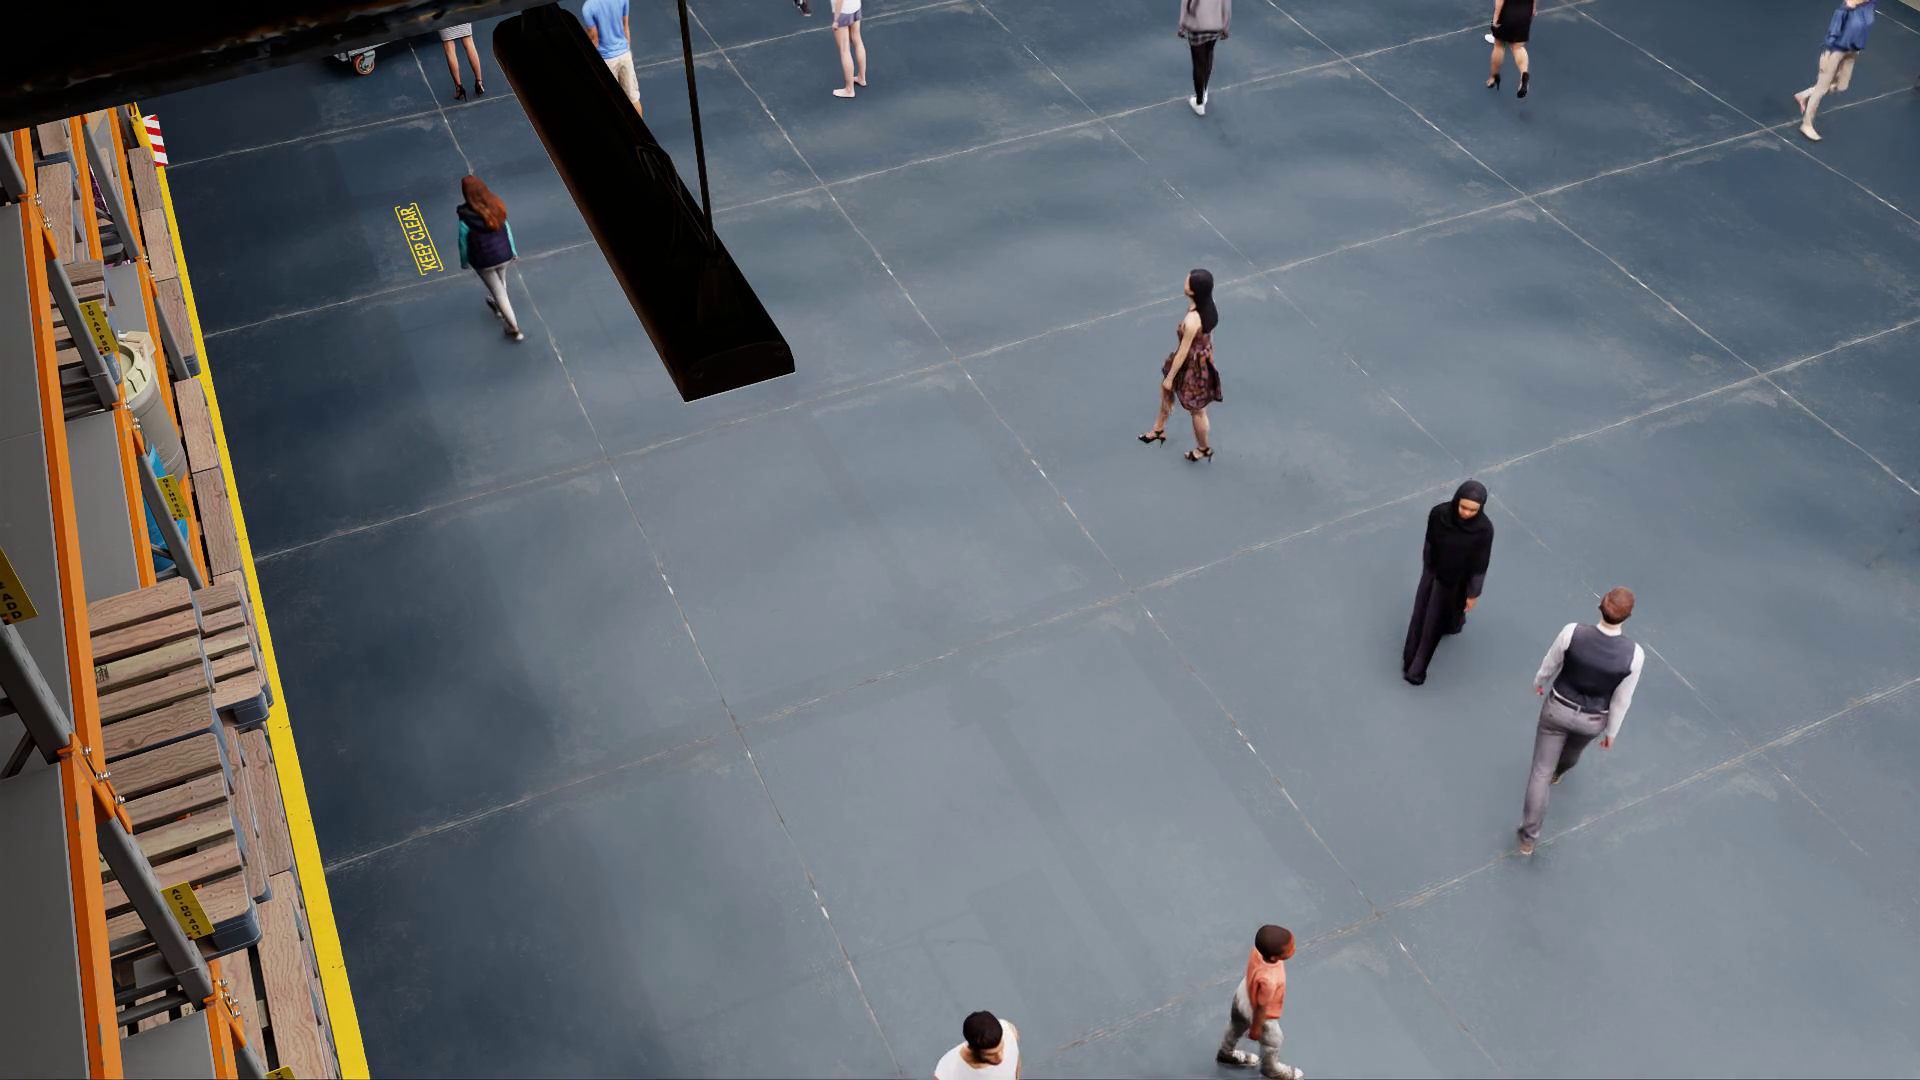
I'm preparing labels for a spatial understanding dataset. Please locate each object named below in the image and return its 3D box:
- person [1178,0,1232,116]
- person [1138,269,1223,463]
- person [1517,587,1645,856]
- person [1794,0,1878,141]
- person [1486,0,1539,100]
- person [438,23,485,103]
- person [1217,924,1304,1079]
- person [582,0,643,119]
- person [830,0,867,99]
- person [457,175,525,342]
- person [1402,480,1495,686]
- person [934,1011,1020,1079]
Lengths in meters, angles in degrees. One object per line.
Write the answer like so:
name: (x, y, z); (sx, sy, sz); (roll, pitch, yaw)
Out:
person: (2.428, -4.975, 16.264); (0.706, 1.763, 0.708); (-9, 44, -9)
person: (1.808, -1.234, 12.343); (0.988, 1.754, 0.915); (16, 46, 16)
person: (3.609, 1.085, 9.804); (1.236, 1.899, 1.240); (18, 46, 18)
person: (8.416, -4.723, 16.053); (0.613, 1.688, 0.730); (-17, 46, -17)
person: (5.541, -5.142, 16.494); (0.769, 1.687, 0.976); (-10, 44, -10)
person: (-5.048, -5.235, 16.493); (0.587, 1.822, 0.526); (-19, 47, -19)
person: (1.516, 2.443, 8.814); (0.744, 1.297, 0.725); (3, 44, 3)
person: (-3.296, -4.588, 15.784); (0.705, 1.864, 0.661); (-32, 52, -29)
person: (-1.138, -5.292, 16.594); (0.718, 1.766, 0.678); (20, 47, 20)
person: (-3.809, -2.284, 13.643); (0.748, 1.481, 0.922); (-34, 53, -30)
person: (3.275, 0.163, 10.994); (1.123, 1.592, 1.098); (19, 47, 19)
person: (0.067, 2.734, 8.163); (0.718, 1.774, 0.699); (-24, 49, -23)
